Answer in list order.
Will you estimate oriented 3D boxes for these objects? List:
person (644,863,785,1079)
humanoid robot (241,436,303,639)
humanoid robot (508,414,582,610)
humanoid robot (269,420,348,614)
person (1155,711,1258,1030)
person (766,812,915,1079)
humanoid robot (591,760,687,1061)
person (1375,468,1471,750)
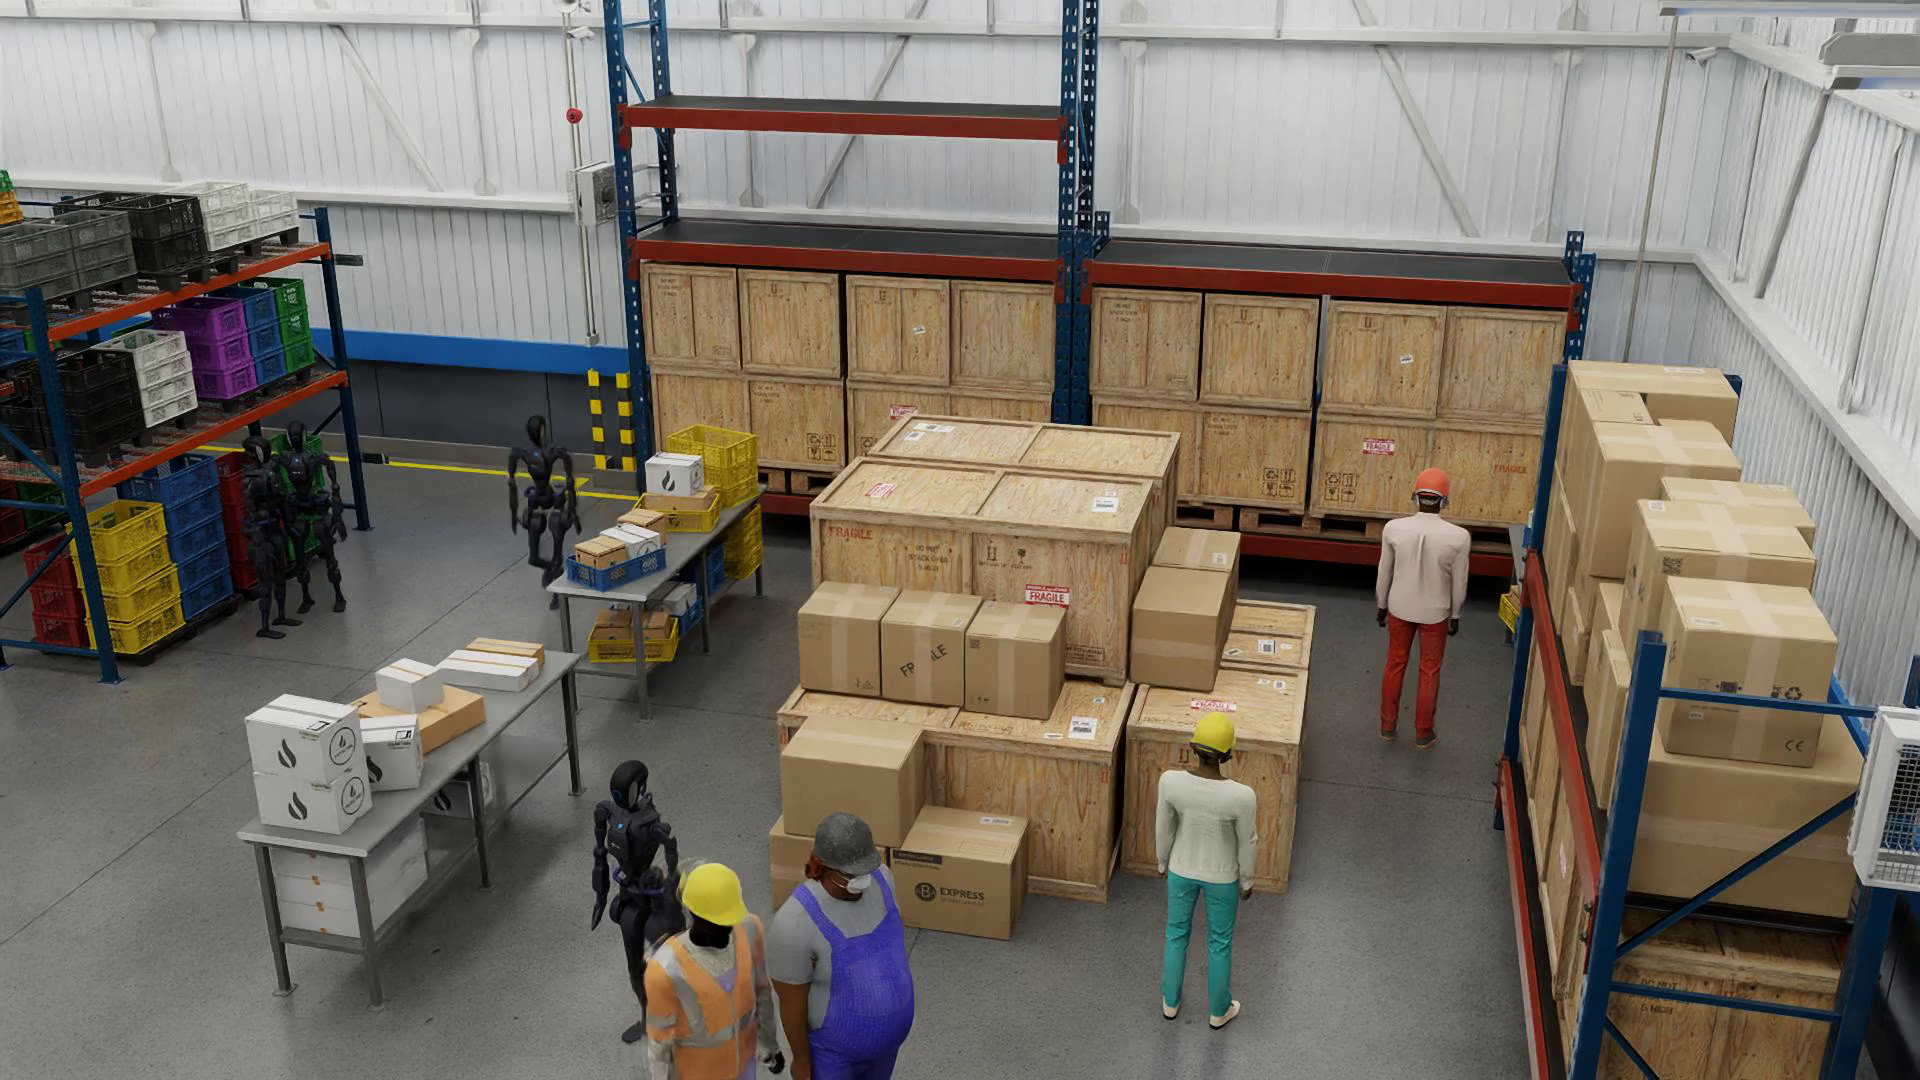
[{"bbox_3d":[-1.031,2.187,7.030,0.464,1.905,0.590,17,27,38],"label":"person"},{"bbox_3d":[-5.470,-0.039,13.174,0.349,1.651,0.565,2,21,4],"label":"humanoid robot"},{"bbox_3d":[-3.424,-0.262,13.782,0.591,1.644,0.486,0,21,0],"label":"humanoid robot"},{"bbox_3d":[-5.314,-0.184,13.551,0.582,1.651,0.338,-2,21,-5],"label":"humanoid robot"},{"bbox_3d":[1.255,1.691,8.523,0.528,1.768,0.310,8,22,21],"label":"person"},{"bbox_3d":[-0.449,2.072,7.147,0.539,2.000,0.688,16,26,37],"label":"person"},{"bbox_3d":[-1.584,1.825,8.296,0.578,1.651,0.329,13,24,30],"label":"humanoid robot"},{"bbox_3d":[3.166,0.465,11.448,0.599,1.977,0.430,11,24,27],"label":"person"}]
